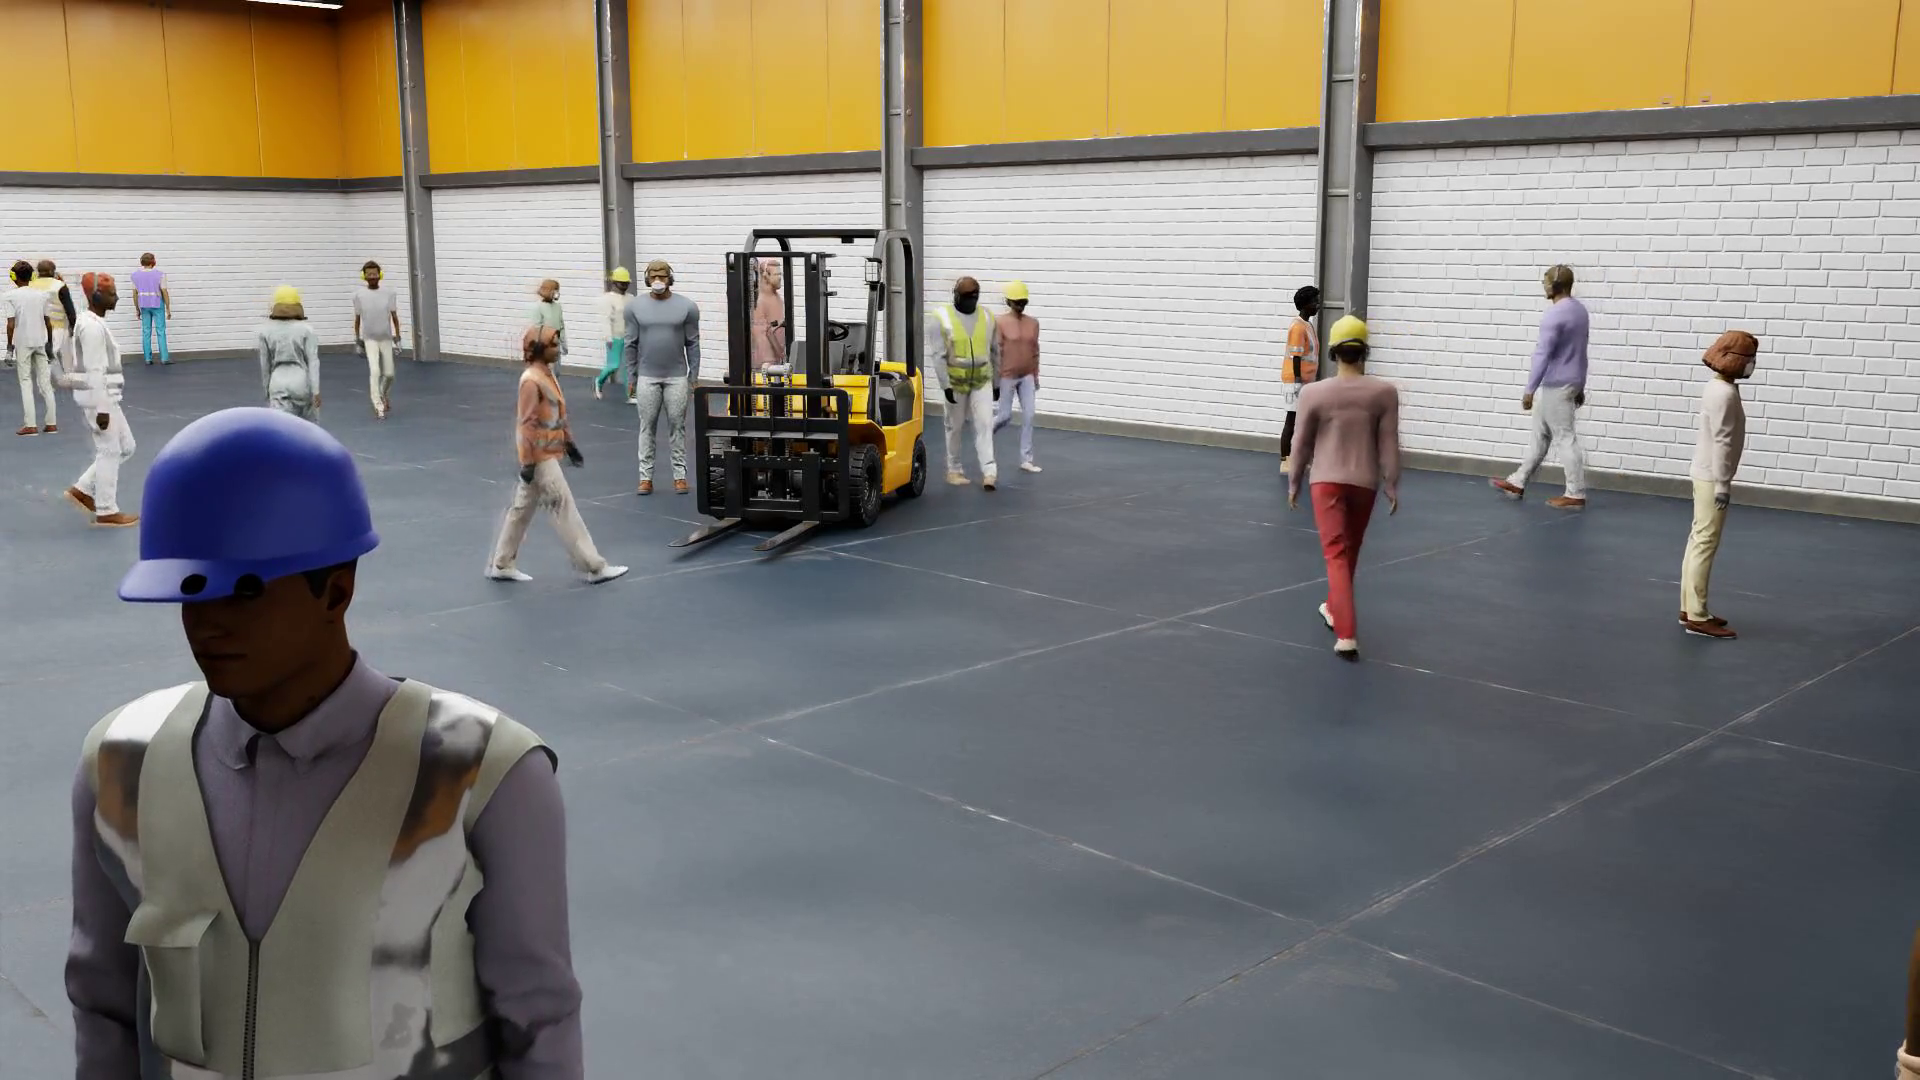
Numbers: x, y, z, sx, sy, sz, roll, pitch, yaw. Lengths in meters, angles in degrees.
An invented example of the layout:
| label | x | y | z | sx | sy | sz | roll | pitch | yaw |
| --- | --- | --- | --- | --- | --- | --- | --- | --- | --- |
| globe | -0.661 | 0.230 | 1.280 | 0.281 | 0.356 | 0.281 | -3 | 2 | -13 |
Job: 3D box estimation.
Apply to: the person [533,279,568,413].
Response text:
| label | x | y | z | sx | sy | sz | roll | pitch | yaw |
| --- | --- | --- | --- | --- | --- | --- | --- | --- | --- |
| person | -5.013 | -2.354 | 20.156 | 0.608 | 1.616 | 0.547 | 5 | 11 | 24 |

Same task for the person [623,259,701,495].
| label | x | y | z | sx | sy | sz | roll | pitch | yaw |
| --- | --- | --- | --- | --- | --- | --- | --- | --- | --- |
| person | -2.447 | -1.337 | 13.717 | 0.629 | 1.939 | 0.374 | -2 | 11 | -9 |

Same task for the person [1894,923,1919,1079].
| label | x | y | z | sx | sy | sz | roll | pitch | yaw |
| --- | --- | --- | --- | --- | --- | --- | --- | --- | --- |
| person | 2.470 | 0.415 | 3.874 | 0.391 | 2.040 | 0.614 | 8 | 13 | 36 |

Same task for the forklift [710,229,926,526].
| label | x | y | z | sx | sy | sz | roll | pitch | yaw |
| --- | --- | --- | --- | --- | --- | --- | --- | --- | --- |
| forklift | -1.050 | -1.319 | 12.920 | 1.214 | 2.155 | 2.313 | 2 | 11 | 13 |

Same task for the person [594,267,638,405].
| label | x | y | z | sx | sy | sz | roll | pitch | yaw |
| --- | --- | --- | --- | --- | --- | --- | --- | --- | --- |
| person | -4.323 | -2.568 | 20.958 | 0.695 | 1.735 | 0.533 | 7 | 13 | 34 |

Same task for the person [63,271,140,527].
| label | x | y | z | sx | sy | sz | roll | pitch | yaw |
| --- | --- | --- | --- | --- | --- | --- | --- | --- | --- |
| person | -6.271 | -1.014 | 12.133 | 0.456 | 1.869 | 0.606 | -5 | 12 | -25 |

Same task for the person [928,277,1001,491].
| label | x | y | z | sx | sy | sz | roll | pitch | yaw |
| --- | --- | --- | --- | --- | --- | --- | --- | --- | --- |
| person | 0.057 | -1.305 | 13.961 | 0.650 | 1.791 | 0.839 | -3 | 11 | -16 |

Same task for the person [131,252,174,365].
| label | x | y | z | sx | sy | sz | roll | pitch | yaw |
| --- | --- | --- | --- | --- | --- | --- | --- | --- | --- |
| person | -13.303 | -3.799 | 27.380 | 0.566 | 1.849 | 0.386 | -1 | 10 | -5 |

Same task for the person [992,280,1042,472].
| label | x | y | z | sx | sy | sz | roll | pitch | yaw |
| --- | --- | --- | --- | --- | --- | --- | --- | --- | --- |
| person | 0.457 | -1.498 | 15.156 | 0.535 | 1.745 | 0.663 | -6 | 12 | -30 |

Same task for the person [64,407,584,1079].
| label | x | y | z | sx | sy | sz | roll | pitch | yaw |
| --- | --- | --- | --- | --- | --- | --- | --- | --- | --- |
| person | -0.757 | 0.808 | 1.993 | 0.614 | 1.945 | 0.404 | 1 | 10 | 5 |

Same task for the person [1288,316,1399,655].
| label | x | y | z | sx | sy | sz | roll | pitch | yaw |
| --- | --- | --- | --- | --- | --- | --- | --- | --- | --- |
| person | 1.983 | -0.298 | 8.637 | 0.539 | 1.716 | 0.934 | 0 | 10 | -2 |

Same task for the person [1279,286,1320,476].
| label | x | y | z | sx | sy | sz | roll | pitch | yaw |
| --- | --- | --- | --- | --- | --- | --- | --- | --- | --- |
| person | 3.038 | -1.422 | 14.864 | 0.318 | 1.691 | 0.531 | 4 | 11 | 20 |

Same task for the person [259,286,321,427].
| label | x | y | z | sx | sy | sz | roll | pitch | yaw |
| --- | --- | --- | --- | --- | --- | --- | --- | --- | --- |
| person | -5.593 | -1.274 | 13.992 | 0.511 | 1.694 | 0.877 | -1 | 10 | -3 |

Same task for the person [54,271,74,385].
| label | x | y | z | sx | sy | sz | roll | pitch | yaw |
| --- | --- | --- | --- | --- | --- | --- | --- | --- | --- |
| person | -12.916 | -3.057 | 23.961 | 0.521 | 1.625 | 0.482 | 3 | 11 | 16 |

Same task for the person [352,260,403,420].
| label | x | y | z | sx | sy | sz | roll | pitch | yaw |
| --- | --- | --- | --- | --- | --- | --- | --- | --- | --- |
| person | -6.811 | -2.342 | 19.451 | 0.538 | 1.846 | 0.643 | -6 | 12 | -30 |

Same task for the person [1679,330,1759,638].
| label | x | y | z | sx | sy | sz | roll | pitch | yaw |
| --- | --- | --- | --- | --- | --- | --- | --- | --- | --- |
| person | 4.070 | -0.307 | 8.927 | 0.289 | 1.633 | 0.501 | 4 | 11 | 19 |

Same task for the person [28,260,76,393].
| label | x | y | z | sx | sy | sz | roll | pitch | yaw |
| --- | --- | --- | --- | --- | --- | --- | --- | --- | --- |
| person | -12.406 | -2.919 | 22.743 | 0.627 | 1.784 | 0.995 | 1 | 10 | 5 |

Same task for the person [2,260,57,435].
| label | x | y | z | sx | sy | sz | roll | pitch | yaw |
| --- | --- | --- | --- | --- | --- | --- | --- | --- | --- |
| person | -9.966 | -2.047 | 17.801 | 0.316 | 1.860 | 0.531 | 6 | 12 | 31 |

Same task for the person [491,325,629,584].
| label | x | y | z | sx | sy | sz | roll | pitch | yaw |
| --- | --- | --- | --- | --- | --- | --- | --- | --- | --- |
| person | -2.501 | -0.509 | 10.142 | 0.865 | 1.593 | 0.514 | -1 | 10 | -6 |

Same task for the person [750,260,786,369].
| label | x | y | z | sx | sy | sz | roll | pitch | yaw |
| --- | --- | --- | --- | --- | --- | --- | --- | --- | --- |
| person | -1.814 | -1.809 | 16.442 | 0.677 | 1.885 | 0.649 | 4 | 11 | 21 |

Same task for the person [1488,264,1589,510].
| label | x | y | z | sx | sy | sz | roll | pitch | yaw |
| --- | --- | --- | --- | --- | --- | --- | --- | --- | --- |
| person | 4.580 | -1.206 | 13.106 | 0.930 | 1.897 | 0.646 | 8 | 13 | 38 |
